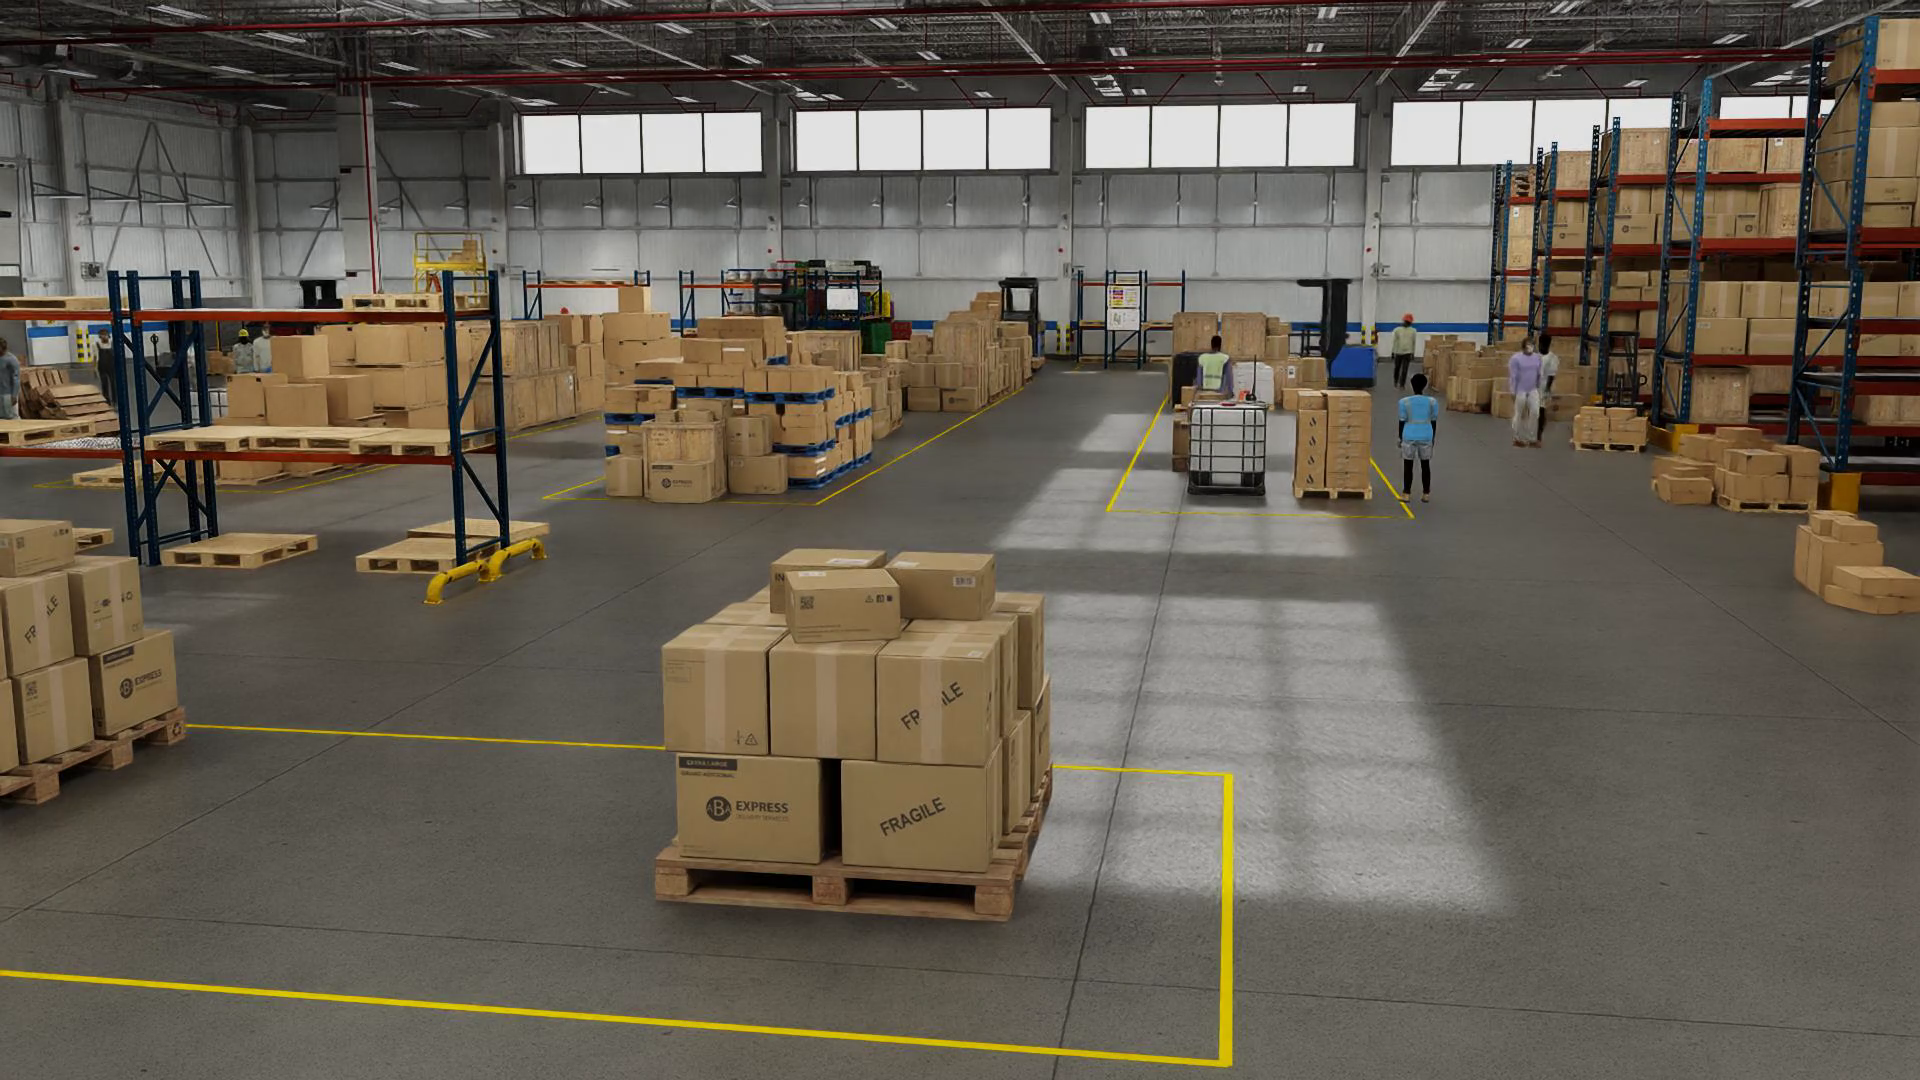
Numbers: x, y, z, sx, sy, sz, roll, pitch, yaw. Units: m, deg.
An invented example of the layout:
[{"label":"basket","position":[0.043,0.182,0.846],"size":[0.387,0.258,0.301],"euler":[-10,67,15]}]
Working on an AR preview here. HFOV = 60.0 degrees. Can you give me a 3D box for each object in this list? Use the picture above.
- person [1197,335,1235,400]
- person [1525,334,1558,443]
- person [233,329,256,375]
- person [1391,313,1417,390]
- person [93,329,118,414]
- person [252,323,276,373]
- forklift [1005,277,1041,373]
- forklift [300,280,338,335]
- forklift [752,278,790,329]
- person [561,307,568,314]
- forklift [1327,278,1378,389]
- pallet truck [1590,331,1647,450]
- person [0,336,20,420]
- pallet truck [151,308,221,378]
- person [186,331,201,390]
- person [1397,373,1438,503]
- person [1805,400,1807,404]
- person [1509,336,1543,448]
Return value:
[{"label":"person","position":[4.521,-2.648,29.269],"size":[0.593,1.893,0.666],"euler":[7,11,36]},{"label":"person","position":[10.199,-2.660,29.263],"size":[0.458,1.930,0.655],"euler":[-5,10,-27]},{"label":"person","position":[-15.690,-3.748,36.527],"size":[0.486,1.744,0.294],"euler":[-3,10,-16]},{"label":"person","position":[11.264,-4.790,42.302],"size":[0.619,1.959,0.652],"euler":[1,9,6]},{"label":"person","position":[-18.116,-3.581,35.329],"size":[0.530,1.791,0.964],"euler":[-5,11,-29]},{"label":"person","position":[-14.827,-3.704,35.745],"size":[0.634,1.923,0.688],"euler":[-1,9,-7]},{"label":"forklift","position":[1.812,-6.410,49.449],"size":[1.129,2.768,1.873],"euler":[1,9,9]},{"label":"forklift","position":[-13.784,-4.216,35.916],"size":[1.873,2.768,1.129],"euler":[1,9,9]},{"label":"forklift","position":[-4.845,-5.347,42.890],"size":[1.129,2.768,1.873],"euler":[-4,10,-26]},{"label":"person","position":[-11.754,-5.956,49.547],"size":[0.550,1.937,0.357],"euler":[-7,12,-38]},{"label":"forklift","position":[9.722,-5.301,42.608],"size":[1.873,2.768,1.129],"euler":[3,10,20]},{"label":"pallet truck","position":[11.253,-2.573,28.499],"size":[0.823,1.965,1.885],"euler":[5,10,27]},{"label":"person","position":[-15.920,-2.420,27.742],"size":[0.631,1.939,0.372],"euler":[5,10,27]},{"label":"pallet truck","position":[-21.869,-5.598,47.154],"size":[0.823,1.965,1.885],"euler":[4,10,26]},{"label":"person","position":[-17.862,-4.061,38.803],"size":[0.575,1.623,0.428],"euler":[0,9,0]},{"label":"person","position":[5.965,-1.323,21.715],"size":[0.533,1.697,0.318],"euler":[0,9,-2]},{"label":"person","position":[19.472,-3.855,37.618],"size":[0.809,1.610,0.530],"euler":[2,9,13]},{"label":"person","position":[9.683,-2.506,28.344],"size":[0.647,1.906,0.819],"euler":[-2,9,-11]}]
